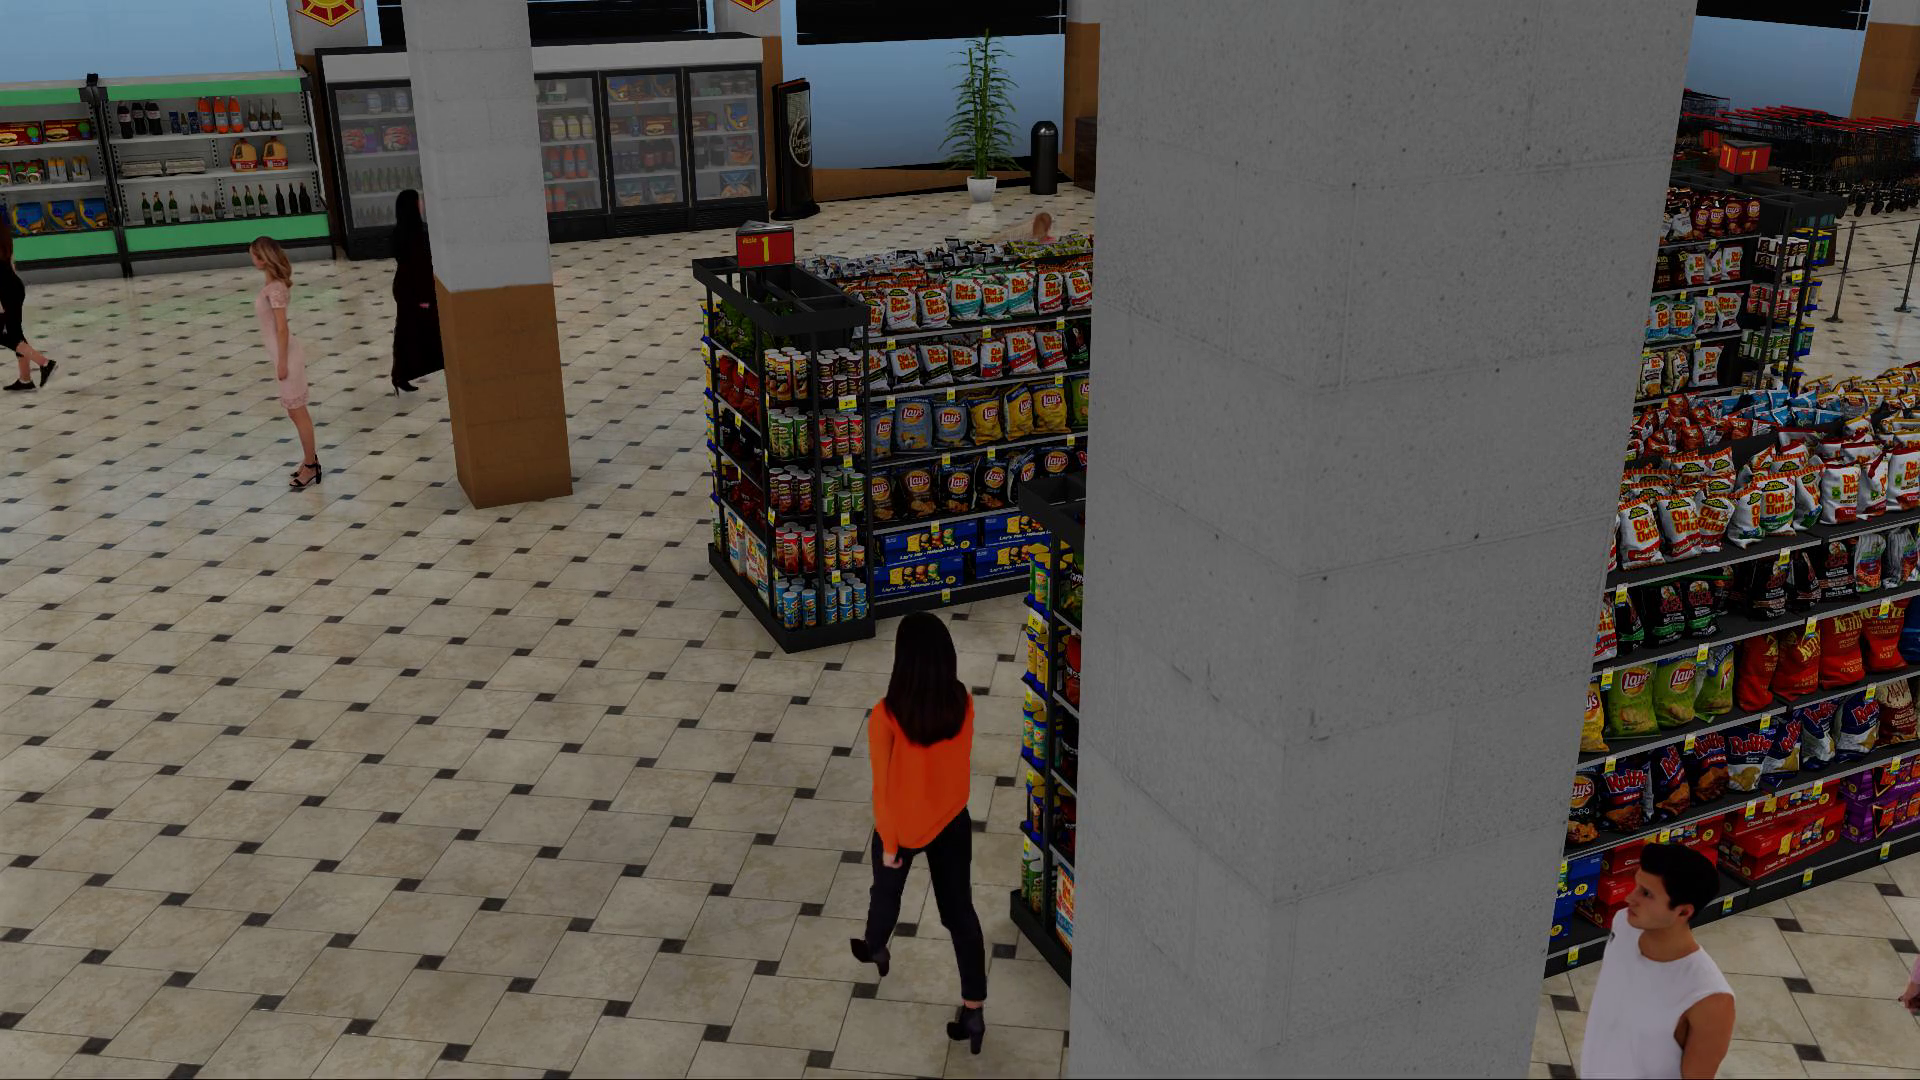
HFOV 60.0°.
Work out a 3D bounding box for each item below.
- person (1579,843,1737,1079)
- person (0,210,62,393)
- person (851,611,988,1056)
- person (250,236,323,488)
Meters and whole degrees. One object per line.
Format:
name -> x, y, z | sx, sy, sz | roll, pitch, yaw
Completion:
person -> 1.948, 1.640, 4.744 | 0.671, 1.788, 0.697 | -3, 22, -9
person -> -7.985, -2.068, 14.072 | 0.903, 1.713, 0.763 | 0, 22, 0
person -> -0.079, 1.118, 6.167 | 1.079, 1.696, 0.803 | -14, 26, -31
person -> -4.821, -1.282, 11.962 | 0.535, 1.828, 0.588 | -7, 23, -16
